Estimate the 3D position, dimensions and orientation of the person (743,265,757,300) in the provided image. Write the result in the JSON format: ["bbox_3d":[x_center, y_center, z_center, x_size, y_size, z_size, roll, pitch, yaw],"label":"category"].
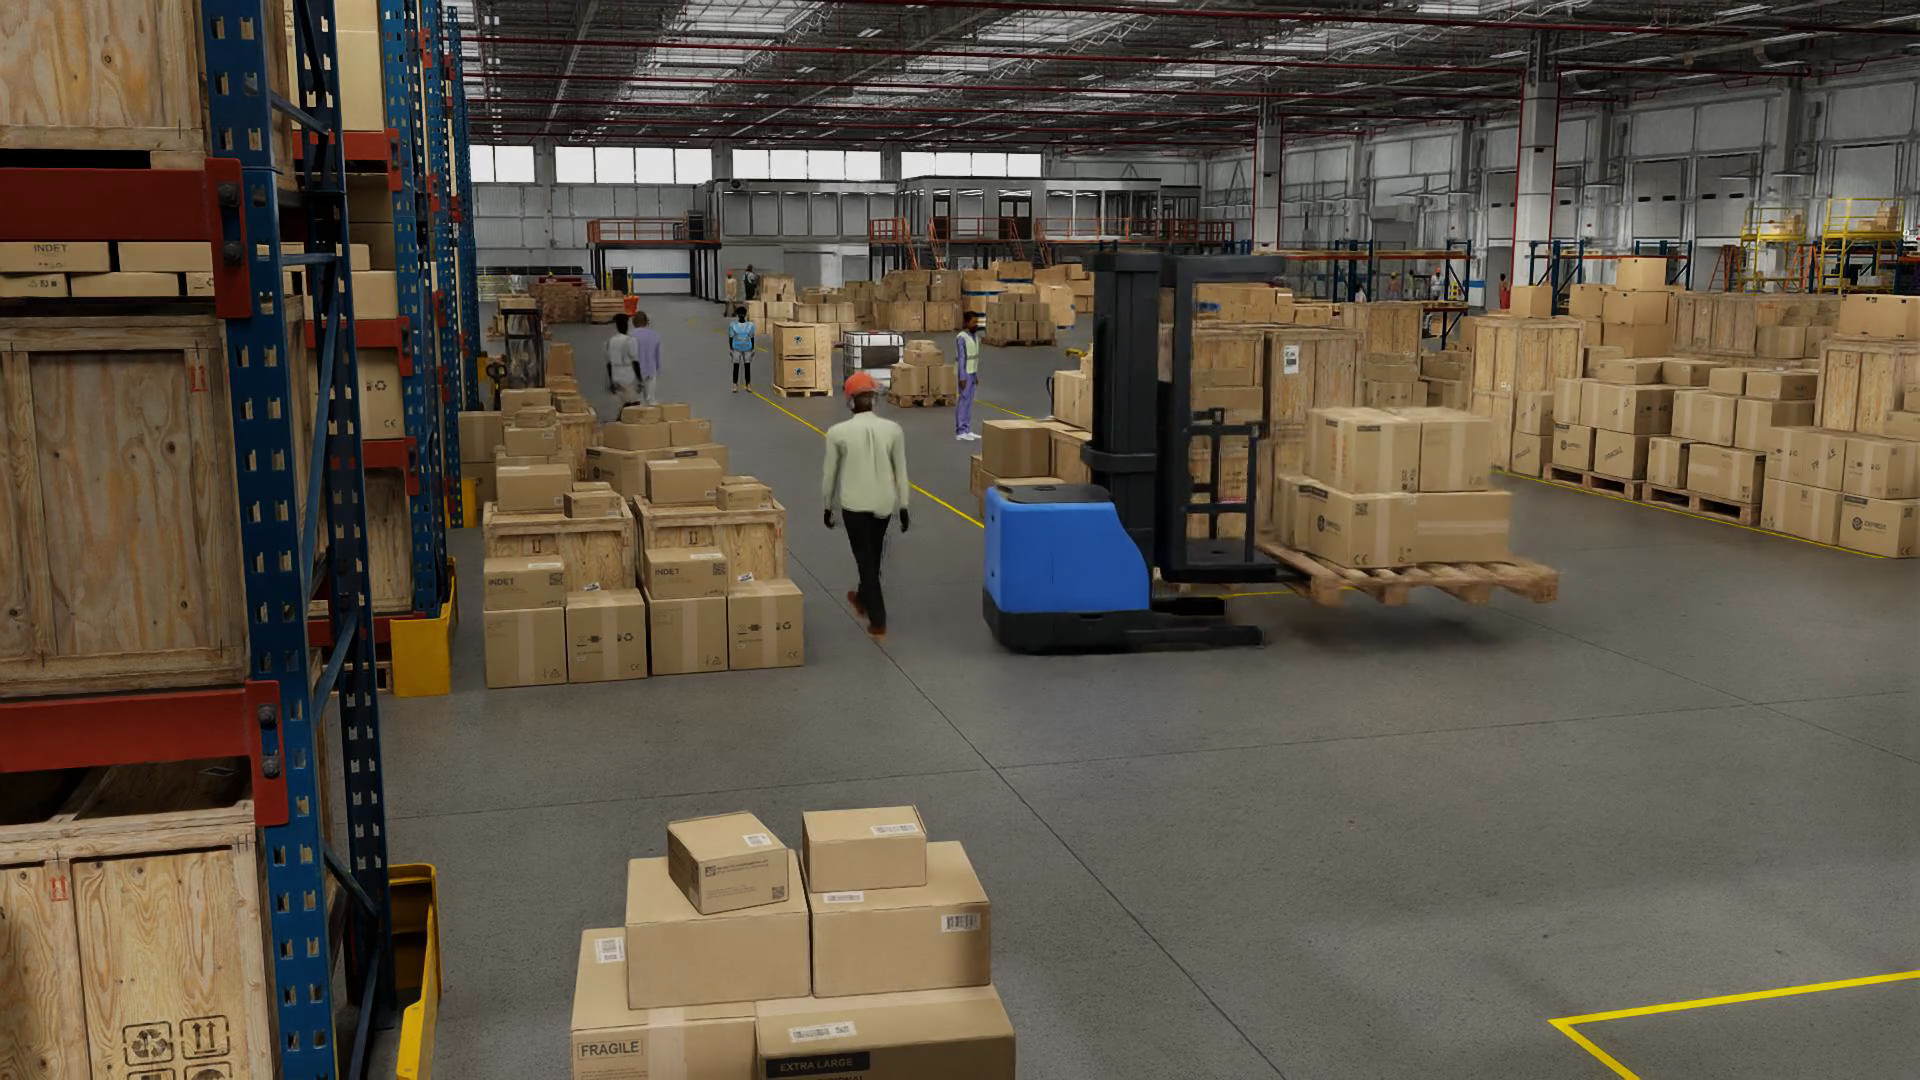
[{"bbox_3d":[-9.587,-11.601,76.243,0.677,2.000,0.536,10,14,44],"label":"person"}]

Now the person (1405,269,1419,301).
[{"bbox_3d":[21.010,-11.680,77.344,0.719,1.808,0.456,-5,11,-27],"label":"person"}]

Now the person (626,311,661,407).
[{"bbox_3d":[-4.856,-2.505,25.131,0.647,1.898,0.923,-8,13,-40],"label":"person"}]

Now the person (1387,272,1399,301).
[{"bbox_3d":[19.019,-10.901,73.130,0.552,1.725,0.853,6,12,31],"label":"person"}]

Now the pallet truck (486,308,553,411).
[{"bbox_3d":[-6.242,-2.418,24.362,0.823,1.965,1.885,1,10,3],"label":"pallet truck"}]

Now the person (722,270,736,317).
[{"bbox_3d":[-9.365,-9.990,67.519,0.567,1.892,0.939,4,11,22],"label":"person"}]

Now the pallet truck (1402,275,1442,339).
[{"bbox_3d":[14.620,-7.324,52.145,0.823,1.965,1.885,8,13,40],"label":"pallet truck"}]

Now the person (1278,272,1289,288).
[{"bbox_3d":[15.989,-12.565,82.013,0.624,1.927,0.638,9,14,43],"label":"person"}]

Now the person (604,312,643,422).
[{"bbox_3d":[-4.870,-2.301,23.901,0.669,1.924,0.679,8,13,37],"label":"person"}]

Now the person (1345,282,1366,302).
[{"bbox_3d":[11.525,-6.591,48.436,0.625,1.843,0.430,-1,10,-7],"label":"person"}]

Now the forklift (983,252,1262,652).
[{"bbox_3d":[1.153,-0.681,12.028,1.873,2.768,1.129,-1,10,-6],"label":"forklift"}]

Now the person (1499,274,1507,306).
[{"bbox_3d":[23.313,-10.586,71.467,0.322,1.696,0.530,-1,10,-8],"label":"person"}]

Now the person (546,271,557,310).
[{"bbox_3d":[-18.440,-11.251,75.079,0.522,1.755,0.606,-5,11,-25],"label":"person"}]

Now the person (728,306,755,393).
[{"bbox_3d":[-4.293,-3.746,32.736,0.535,1.697,0.318,-3,10,-16],"label":"person"}]

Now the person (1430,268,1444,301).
[{"bbox_3d":[21.333,-11.169,74.228,0.569,1.882,0.976,0,10,1],"label":"person"}]

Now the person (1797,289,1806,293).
[{"bbox_3d":[18.195,-4.458,36.091,0.630,1.938,0.372,1,10,3],"label":"person"}]

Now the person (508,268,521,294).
[{"bbox_3d":[-20.532,-11.598,76.725,0.572,1.852,0.841,-2,10,-12],"label":"person"}]

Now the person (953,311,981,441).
[{"bbox_3d":[0.104,-2.445,24.744,0.379,1.916,0.591,4,11,20],"label":"person"}]

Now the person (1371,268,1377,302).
[{"bbox_3d":[19.181,-11.667,77.052,0.784,1.883,0.612,0,10,-3],"label":"person"}]

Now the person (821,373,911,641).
[{"bbox_3d":[-0.728,-0.269,12.393,0.619,1.926,1.036,-5,11,-25],"label":"person"}]

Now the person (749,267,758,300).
[{"bbox_3d":[-9.656,-11.713,77.272,0.533,1.898,0.665,9,13,41],"label":"person"}]
